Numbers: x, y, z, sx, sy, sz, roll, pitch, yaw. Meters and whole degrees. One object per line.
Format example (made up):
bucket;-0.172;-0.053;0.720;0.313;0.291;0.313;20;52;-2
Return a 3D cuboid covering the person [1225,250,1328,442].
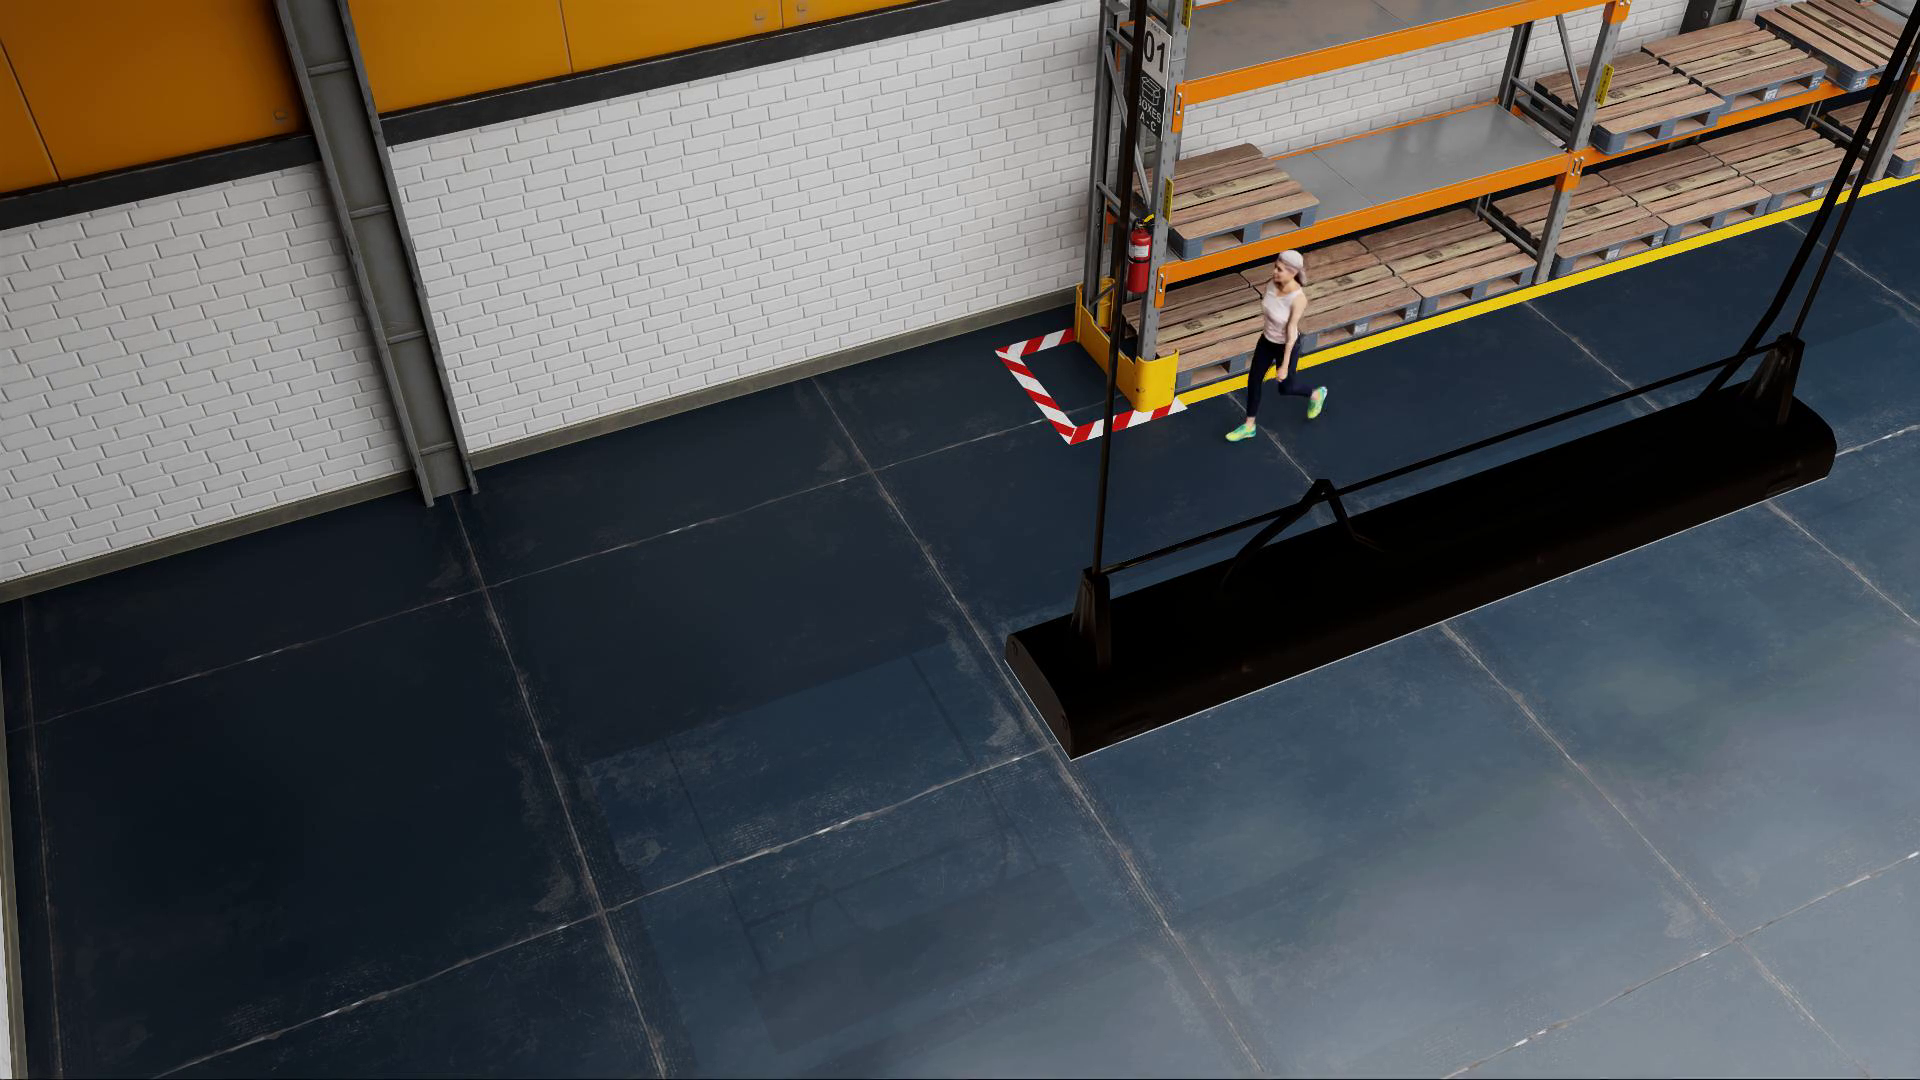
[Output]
person;2.481;-1.457;12.553;1.065;1.678;0.640;-20;47;-20
